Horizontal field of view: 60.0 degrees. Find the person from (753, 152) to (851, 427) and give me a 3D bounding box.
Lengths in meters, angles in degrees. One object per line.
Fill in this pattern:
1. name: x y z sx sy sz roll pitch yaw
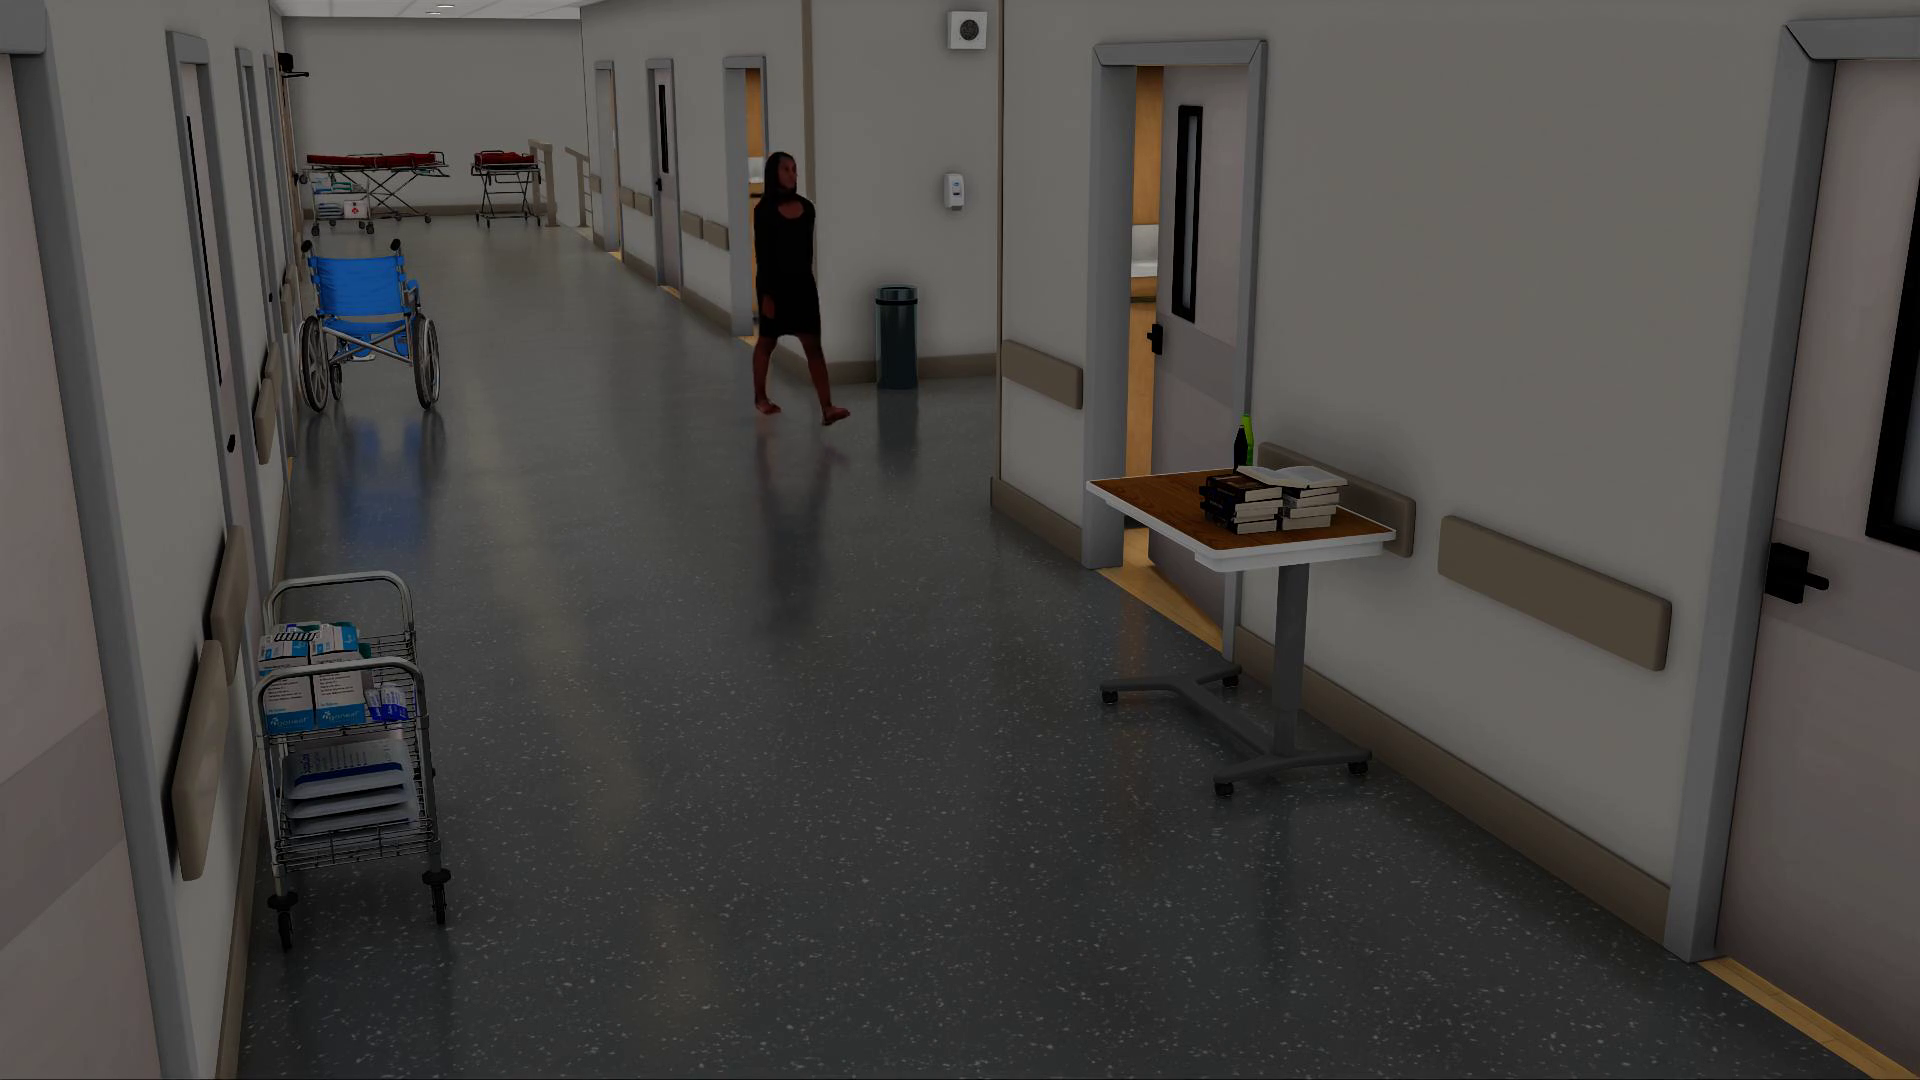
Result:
1. person: -1.152 -1.543 10.497 0.912 1.663 1.273 -13 20 -38
